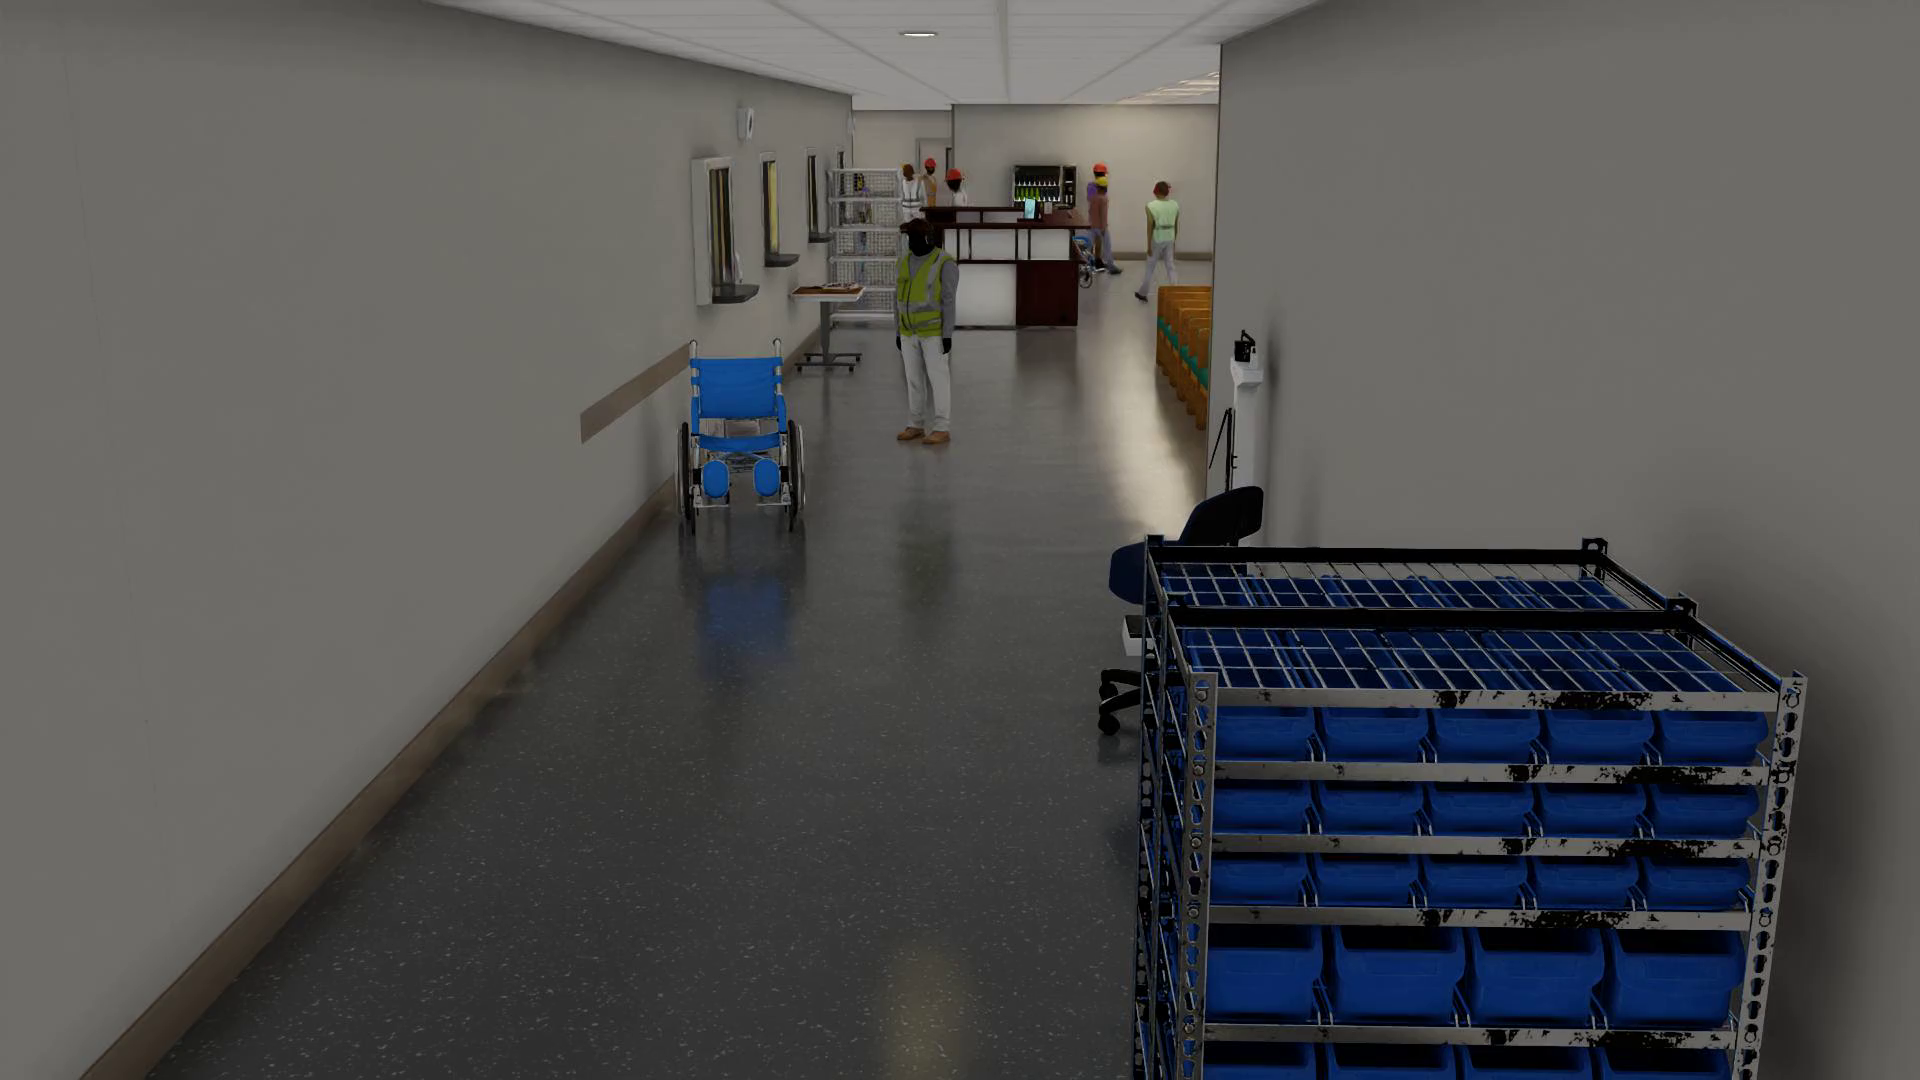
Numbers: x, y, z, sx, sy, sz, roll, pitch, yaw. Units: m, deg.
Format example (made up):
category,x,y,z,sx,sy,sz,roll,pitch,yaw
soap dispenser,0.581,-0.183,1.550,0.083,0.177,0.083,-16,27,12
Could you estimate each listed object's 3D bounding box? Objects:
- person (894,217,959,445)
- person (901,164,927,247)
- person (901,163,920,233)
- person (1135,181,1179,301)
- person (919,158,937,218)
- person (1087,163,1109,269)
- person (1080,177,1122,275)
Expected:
category,x,y,z,sx,sy,sz,roll,pitch,yaw
person,-0.300,-1.698,13.560,0.619,1.836,0.430,10,17,36
person,-0.960,-6.599,33.372,0.619,1.861,0.564,2,14,9
person,-1.231,-8.496,41.393,0.627,1.719,0.339,-3,14,-12
person,2.966,-4.399,24.613,0.567,1.783,1.005,-6,15,-22
person,-0.645,-7.151,35.461,0.371,1.939,0.543,9,16,32
person,2.567,-5.991,30.757,0.363,1.934,0.552,-7,15,-25
person,2.435,-5.523,29.299,0.924,1.724,0.534,-8,16,-30
